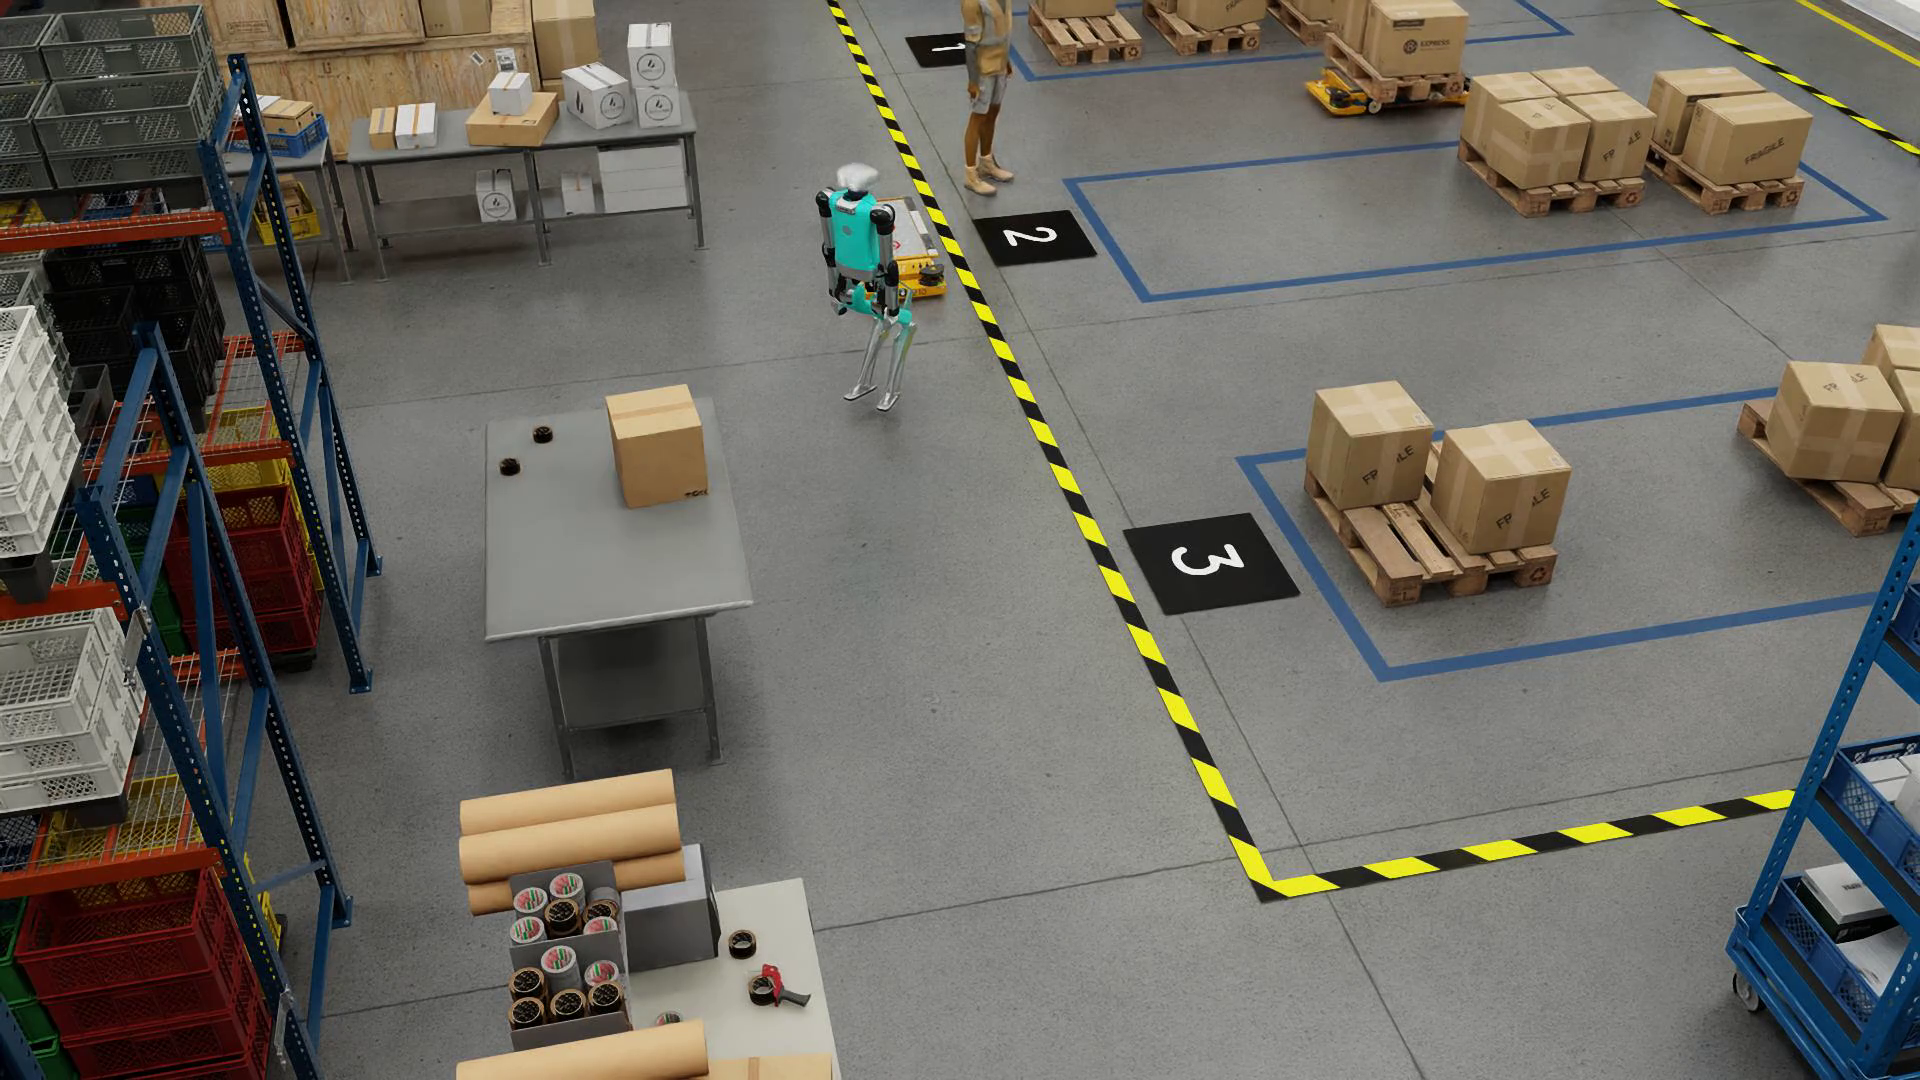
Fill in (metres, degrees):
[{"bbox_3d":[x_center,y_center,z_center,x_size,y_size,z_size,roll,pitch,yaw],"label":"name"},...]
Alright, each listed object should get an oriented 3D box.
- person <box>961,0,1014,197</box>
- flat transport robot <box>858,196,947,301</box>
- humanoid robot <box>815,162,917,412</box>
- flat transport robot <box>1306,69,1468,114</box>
[{"bbox_3d":[0.255,-3.739,13.095,0.393,2.042,0.609,20,41,24],"label":"person"},{"bbox_3d":[-0.570,-2.220,12.538,0.659,0.231,1.431,-8,37,-10],"label":"flat transport robot"},{"bbox_3d":[-0.495,-1.626,10.399,0.533,1.674,0.735,21,41,26],"label":"humanoid robot"},{"bbox_3d":[3.935,-4.122,15.071,1.431,0.197,0.652,-8,37,-10],"label":"flat transport robot"}]
